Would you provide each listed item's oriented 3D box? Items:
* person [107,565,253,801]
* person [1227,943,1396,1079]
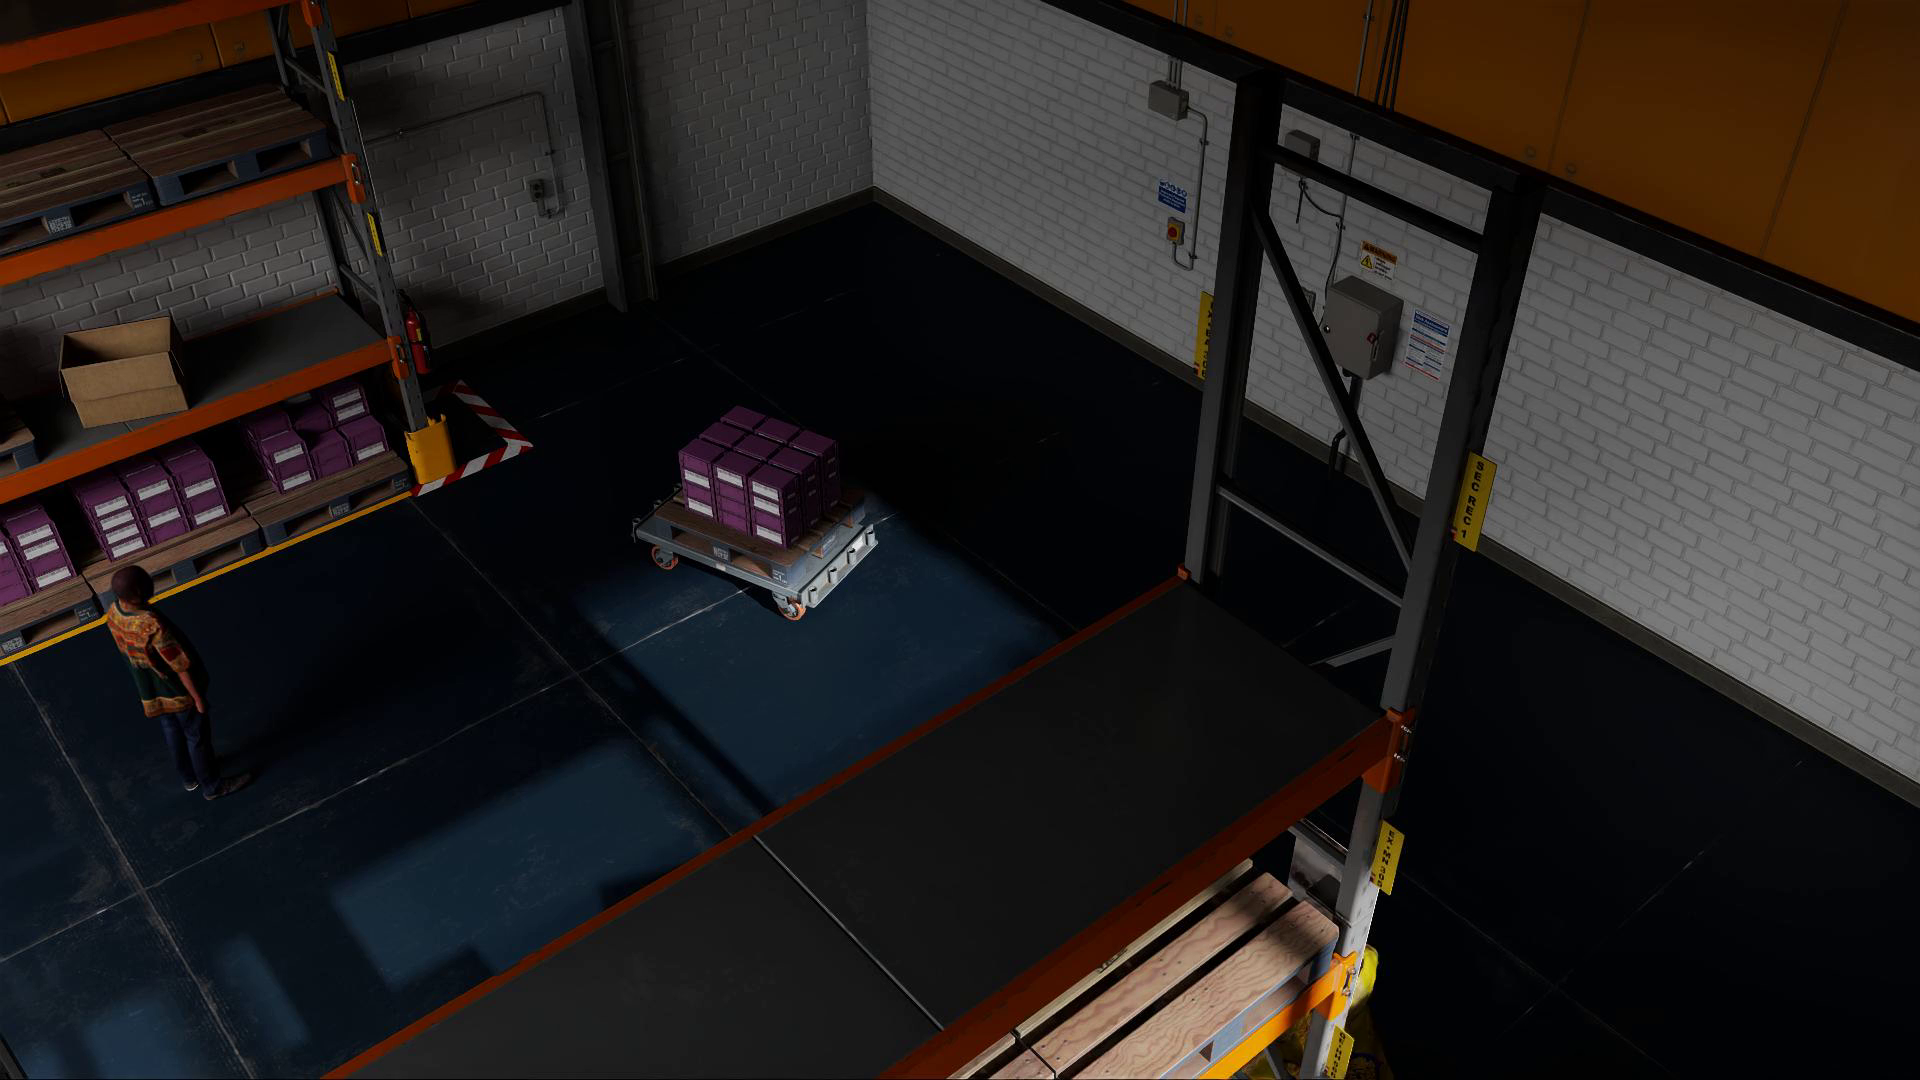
[{"bbox_3d":[-4.883,0.885,10.271,0.780,1.807,0.766,22,44,25],"label":"person"},{"bbox_3d":[1.930,2.551,8.347,1.183,1.604,0.800,-25,45,-28],"label":"person"}]
